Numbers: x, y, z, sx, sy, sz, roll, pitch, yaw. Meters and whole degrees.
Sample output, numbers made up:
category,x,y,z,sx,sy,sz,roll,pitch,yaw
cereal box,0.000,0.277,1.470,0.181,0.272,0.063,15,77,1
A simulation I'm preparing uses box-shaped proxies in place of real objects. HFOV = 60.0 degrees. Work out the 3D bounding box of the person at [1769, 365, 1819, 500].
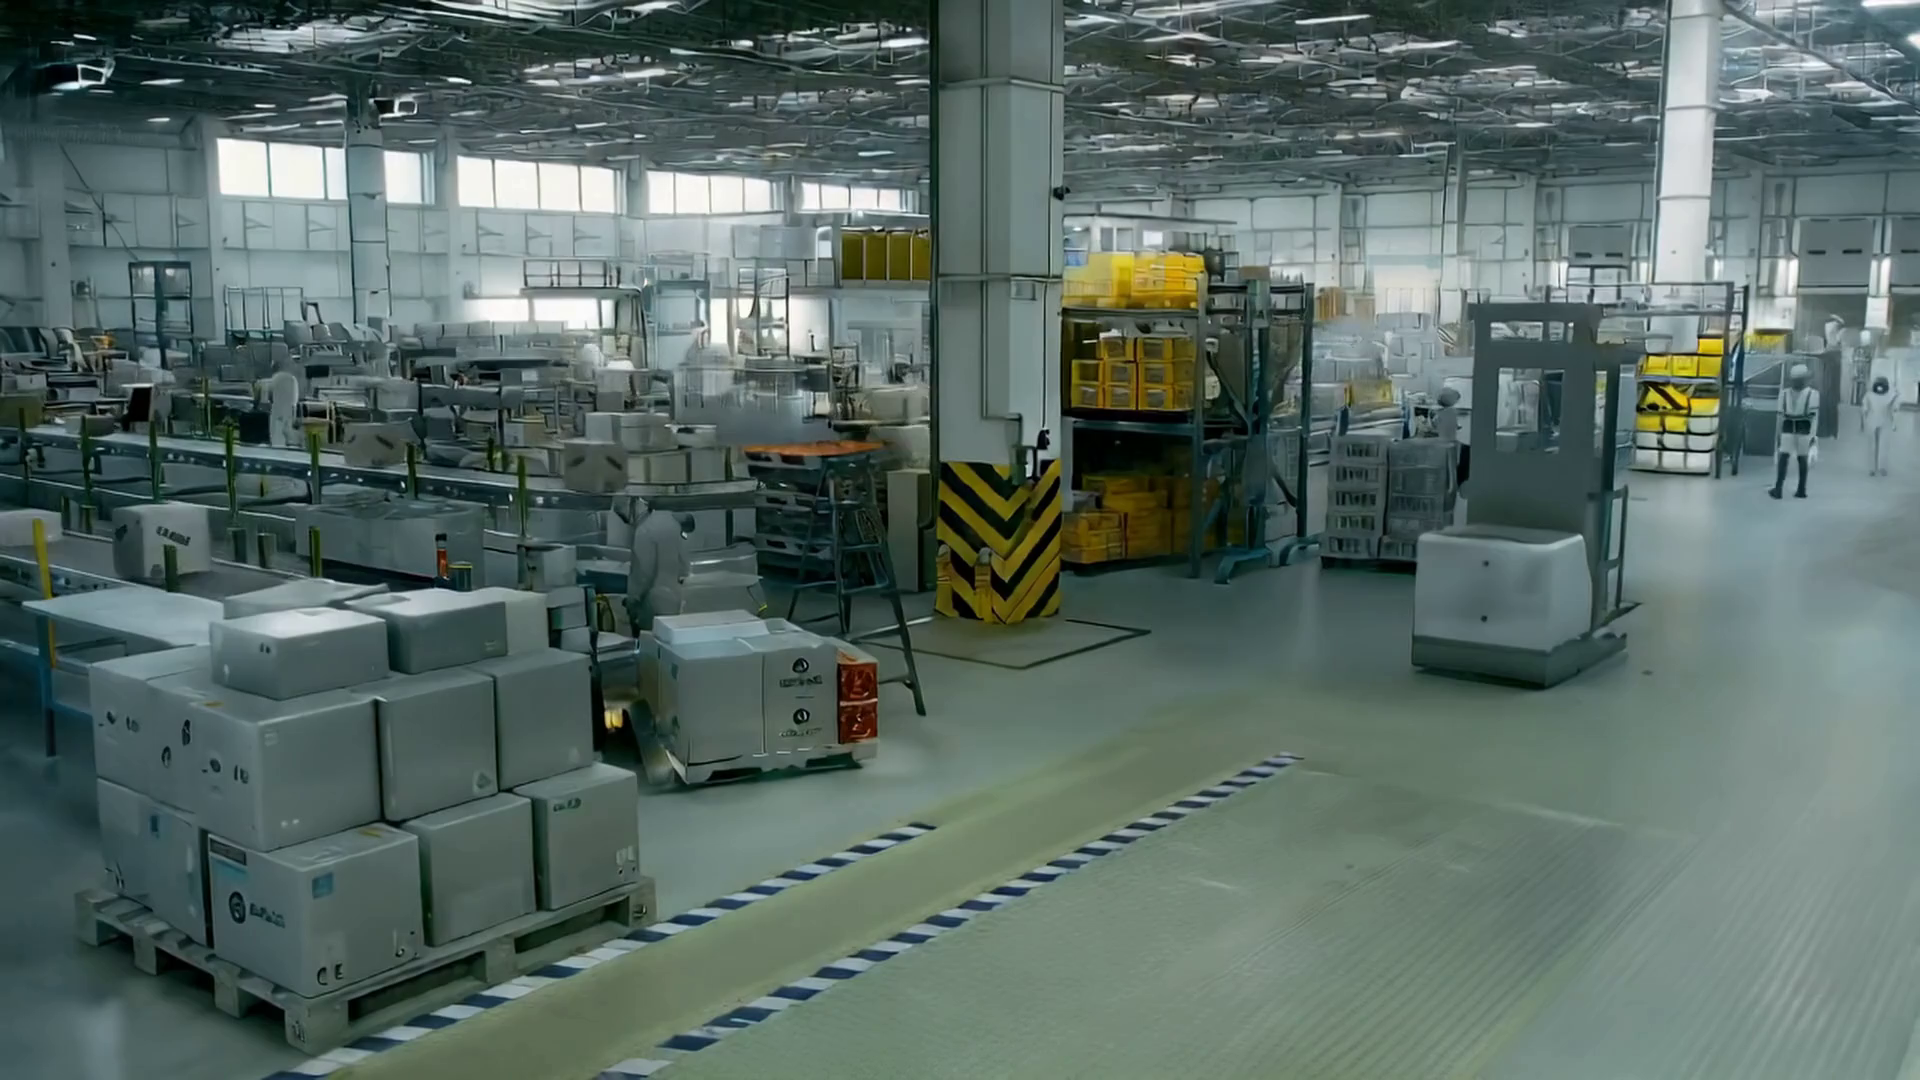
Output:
category,x,y,z,sx,sy,sz,roll,pitch,yaw
person,11.690,-1.496,23.288,0.556,1.884,0.985,8,11,42

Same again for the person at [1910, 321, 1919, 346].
category,x,y,z,sx,sy,sz,roll,pitch,yaw
person,39.371,-8.103,68.194,0.627,1.788,0.968,-3,9,-17

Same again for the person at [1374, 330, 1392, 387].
category,x,y,z,sx,sy,sz,roll,pitch,yaw
person,11.962,-4.986,47.009,0.662,1.909,0.794,-7,11,-39

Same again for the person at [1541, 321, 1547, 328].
category,x,y,z,sx,sy,sz,roll,pitch,yaw
person,24.283,-8.255,69.034,0.429,1.845,0.627,-4,9,-24

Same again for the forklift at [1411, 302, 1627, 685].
category,x,y,z,sx,sy,sz,roll,pitch,yaw
forklift,4.379,-0.438,12.852,1.129,2.768,1.873,7,11,37

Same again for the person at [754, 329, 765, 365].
category,x,y,z,sx,sy,sz,roll,pitch,yaw
person,-7.891,-7.663,65.116,0.847,1.823,0.514,5,10,29

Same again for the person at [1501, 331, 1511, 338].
category,x,y,z,sx,sy,sz,roll,pitch,yaw
person,16.930,-5.618,51.589,0.320,1.742,0.492,0,8,1

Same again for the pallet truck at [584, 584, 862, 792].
category,x,y,z,sx,sy,sz,roll,pitch,yaw
pallet truck,-1.426,0.805,10.019,1.601,1.201,0.680,-4,9,-26

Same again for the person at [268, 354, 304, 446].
category,x,y,z,sx,sy,sz,roll,pitch,yaw
person,-11.324,-2.166,27.858,0.743,1.881,0.668,0,8,3

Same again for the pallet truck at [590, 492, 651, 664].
category,x,y,z,sx,sy,sz,roll,pitch,yaw
pallet truck,-3.115,0.344,12.883,0.653,1.274,1.630,7,11,37

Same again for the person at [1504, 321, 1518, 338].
category,x,y,z,sx,sy,sz,roll,pitch,yaw
person,25.110,-9.307,75.807,0.604,1.937,0.403,3,9,19

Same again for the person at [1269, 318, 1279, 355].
category,x,y,z,sx,sy,sz,roll,pitch,yaw
person,13.144,-8.448,70.063,0.580,1.917,0.607,4,9,23

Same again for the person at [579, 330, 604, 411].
category,x,y,z,sx,sy,sz,roll,pitch,yaw
person,-9.048,-4.118,40.583,0.776,2.004,0.596,6,10,35

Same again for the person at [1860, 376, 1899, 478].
category,x,y,z,sx,sy,sz,roll,pitch,yaw
person,14.419,-1.768,26.101,0.532,1.593,0.804,4,9,25

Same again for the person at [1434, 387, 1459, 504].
category,x,y,z,sx,sy,sz,roll,pitch,yaw
person,6.575,-1.243,22.467,0.275,1.631,0.507,2,9,11

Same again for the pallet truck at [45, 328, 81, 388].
category,x,y,z,sx,sy,sz,roll,pitch,yaw
pallet truck,-23.775,-4.544,43.495,1.885,1.965,0.823,6,10,35

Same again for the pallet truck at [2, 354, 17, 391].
category,x,y,z,sx,sy,sz,roll,pitch,yaw
pallet truck,-24.881,-4.417,42.634,1.885,1.965,0.823,8,11,41

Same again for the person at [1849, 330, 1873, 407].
category,x,y,z,sx,sy,sz,roll,pitch,yaw
person,23.033,-4.376,42.467,0.612,1.962,0.363,-3,9,-17

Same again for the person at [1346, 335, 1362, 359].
category,x,y,z,sx,sy,sz,roll,pitch,yaw
person,11.354,-5.080,48.097,0.965,1.707,0.527,6,10,35

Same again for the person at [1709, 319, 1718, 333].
category,x,y,z,sx,sy,sz,roll,pitch,yaw
person,30.887,-8.120,68.139,0.830,1.839,0.523,4,9,24

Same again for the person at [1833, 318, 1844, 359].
category,x,y,z,sx,sy,sz,roll,pitch,yaw
person,34.033,-7.612,64.420,0.382,1.923,0.591,8,12,43

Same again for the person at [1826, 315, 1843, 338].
category,x,y,z,sx,sy,sz,roll,pitch,yaw
person,37.788,-8.738,71.885,0.656,1.974,0.445,3,9,17

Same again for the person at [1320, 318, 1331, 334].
category,x,y,z,sx,sy,sz,roll,pitch,yaw
person,16.060,-8.866,73.183,0.600,1.826,1.014,-1,8,-3

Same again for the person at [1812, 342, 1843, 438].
category,x,y,z,sx,sy,sz,roll,pitch,yaw
person,17.412,-3.020,33.518,0.567,1.905,0.832,0,8,0
